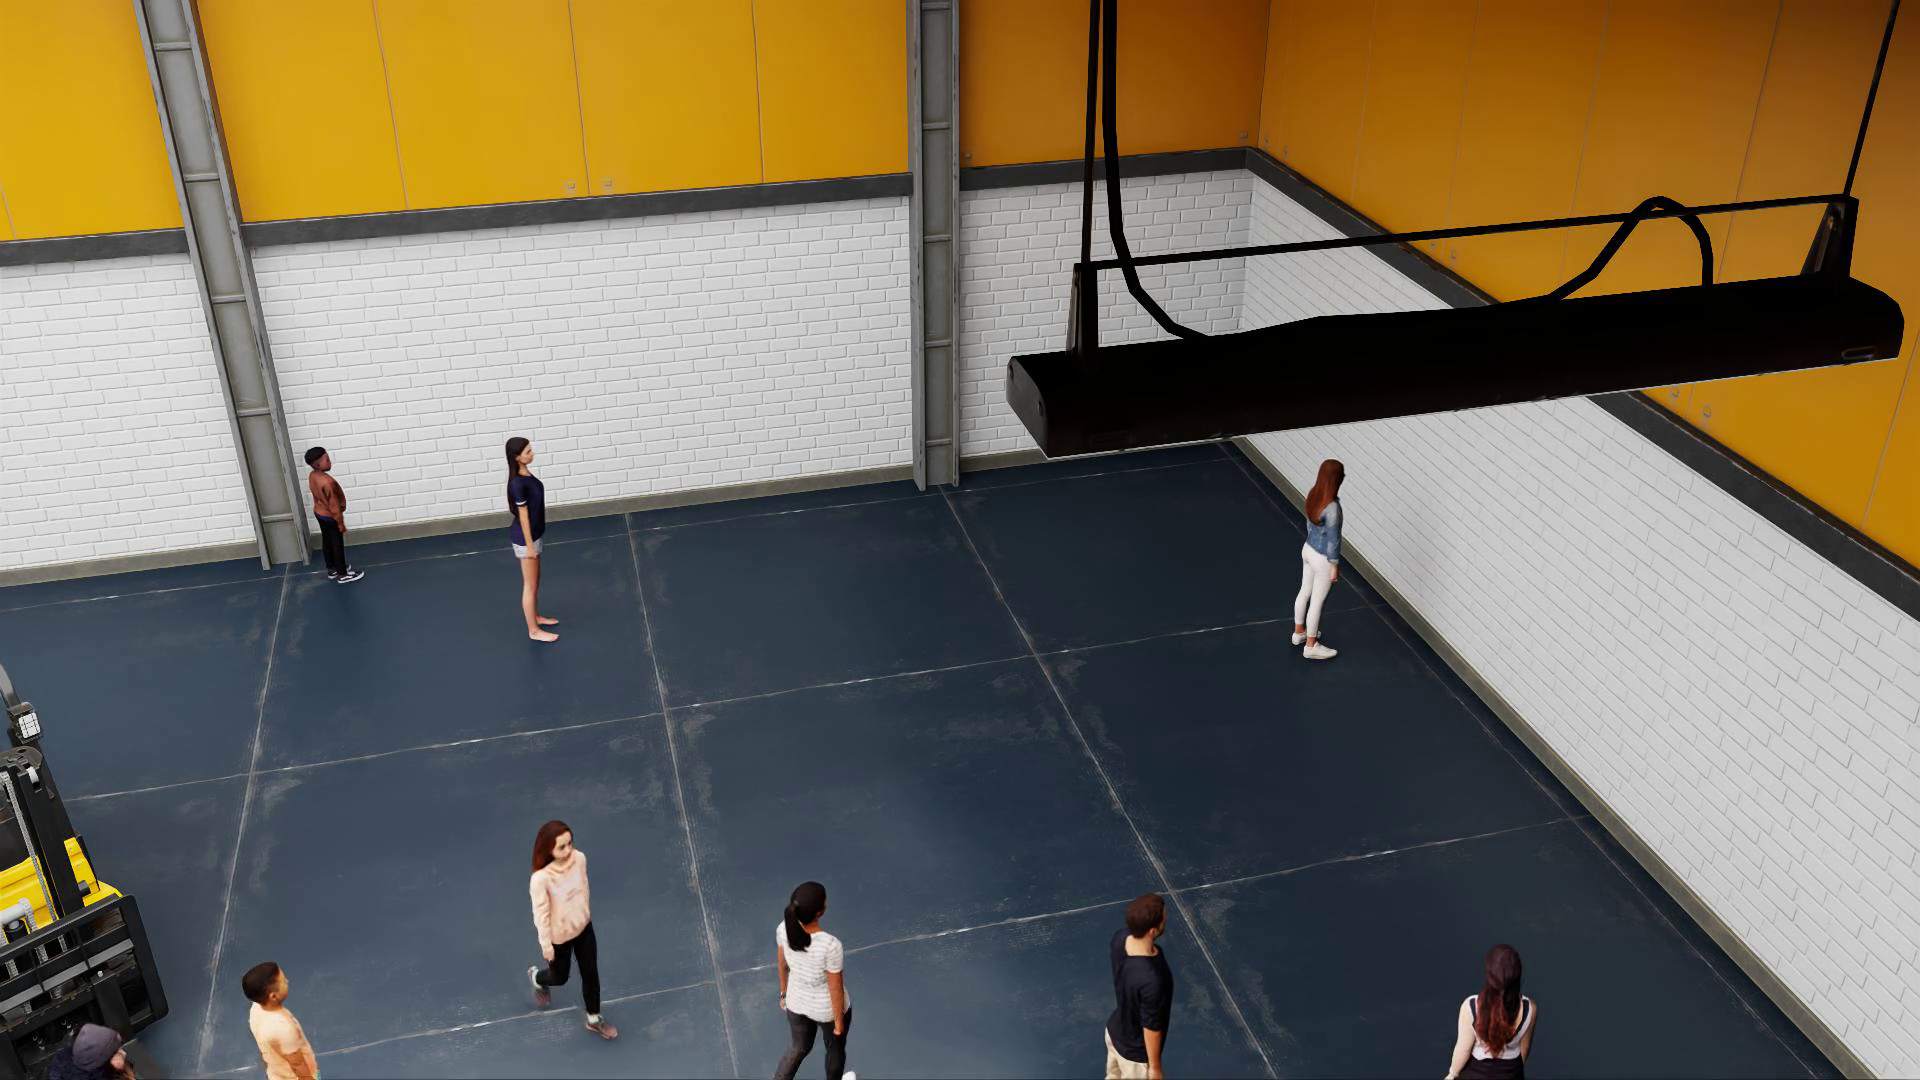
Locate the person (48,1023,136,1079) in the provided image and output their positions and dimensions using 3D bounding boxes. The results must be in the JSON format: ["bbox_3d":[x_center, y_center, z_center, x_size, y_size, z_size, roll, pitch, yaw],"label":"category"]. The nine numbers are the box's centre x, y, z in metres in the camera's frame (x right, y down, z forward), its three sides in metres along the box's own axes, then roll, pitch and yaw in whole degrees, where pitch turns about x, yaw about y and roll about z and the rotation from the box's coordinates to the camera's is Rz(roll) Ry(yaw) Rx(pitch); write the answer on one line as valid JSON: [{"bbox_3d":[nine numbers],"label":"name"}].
[{"bbox_3d":[-4.165,3.036,7.942,0.919,1.653,0.783,-13,31,-23],"label":"person"}]

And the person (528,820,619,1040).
[{"bbox_3d":[-2.314,2.233,9.612,0.928,1.465,0.920,20,34,32],"label":"person"}]

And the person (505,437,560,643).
[{"bbox_3d":[-3.492,-0.024,13.435,0.560,1.766,0.594,-4,29,-7],"label":"person"}]

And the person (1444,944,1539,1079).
[{"bbox_3d":[2.686,2.745,8.480,0.519,1.650,0.660,-1,29,-1],"label":"person"}]

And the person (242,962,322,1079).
[{"bbox_3d":[-3.495,2.809,8.578,0.791,1.444,0.971,26,38,38],"label":"person"}]

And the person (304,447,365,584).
[{"bbox_3d":[-5.446,-0.222,14.330,0.594,1.255,0.616,25,37,38],"label":"person"}]

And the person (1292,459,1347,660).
[{"bbox_3d":[2.847,0.136,13.207,0.507,1.703,0.607,-7,29,-12],"label":"person"}]

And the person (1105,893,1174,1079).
[{"bbox_3d":[0.892,2.579,8.575,0.552,1.850,0.640,-8,30,-15],"label":"person"}]

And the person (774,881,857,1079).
[{"bbox_3d":[-0.821,2.529,8.897,0.935,1.629,1.010,17,33,28],"label":"person"}]
